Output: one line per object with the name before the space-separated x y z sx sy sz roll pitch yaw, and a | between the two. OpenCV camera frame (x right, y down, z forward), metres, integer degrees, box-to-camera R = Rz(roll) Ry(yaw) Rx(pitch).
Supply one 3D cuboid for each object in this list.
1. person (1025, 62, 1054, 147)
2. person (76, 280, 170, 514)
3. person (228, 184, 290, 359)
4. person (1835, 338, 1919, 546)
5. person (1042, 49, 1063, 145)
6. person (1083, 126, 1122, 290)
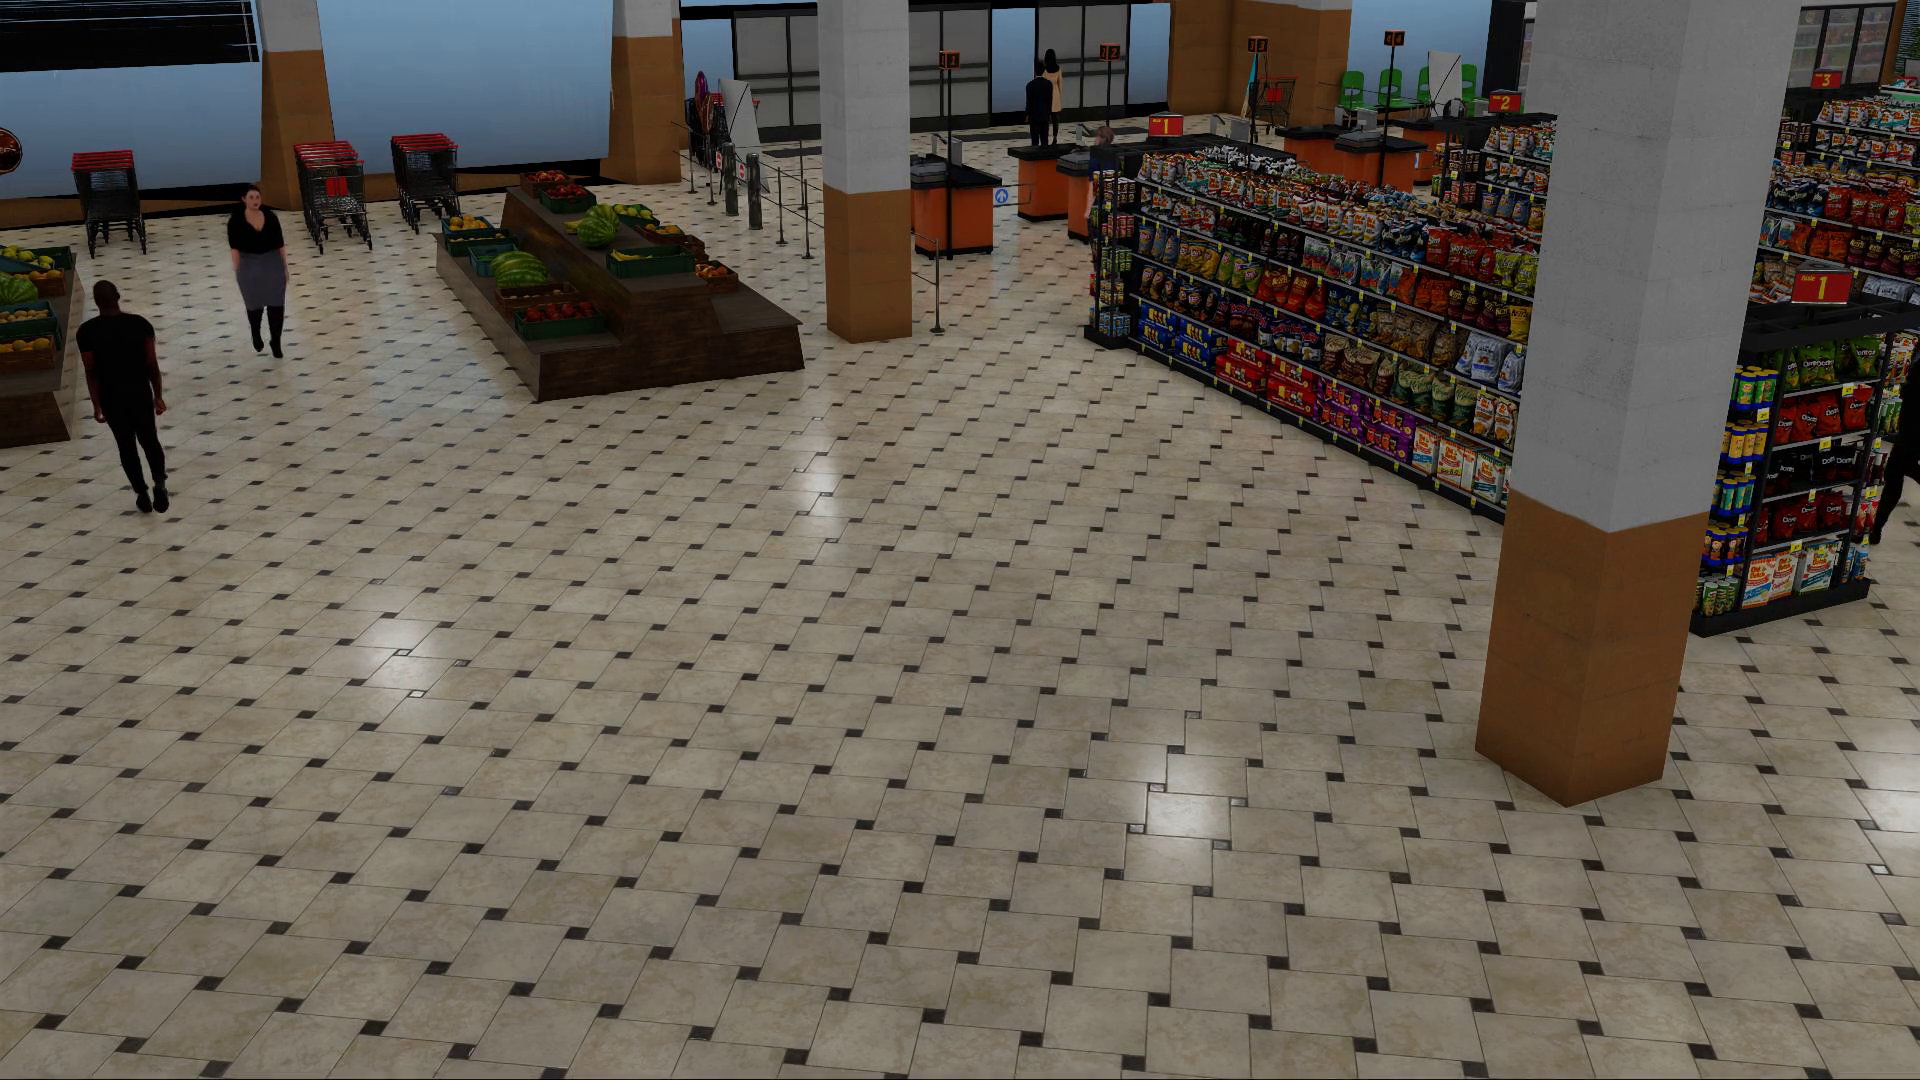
person | 1.289 -6.890 27.068 0.617 1.727 0.514 -10 24 -23
person | -6.163 -1.013 12.339 0.764 1.803 1.011 -14 26 -32
person | -6.975 -2.665 16.532 0.721 1.743 0.754 -15 27 -33
person | 6.885 -0.843 11.830 1.189 1.868 1.161 5 22 13
person | 1.595 -7.843 29.500 0.625 1.682 0.503 -10 24 -23
person | 1.665 -3.863 19.343 0.722 1.869 0.664 -20 29 -40
